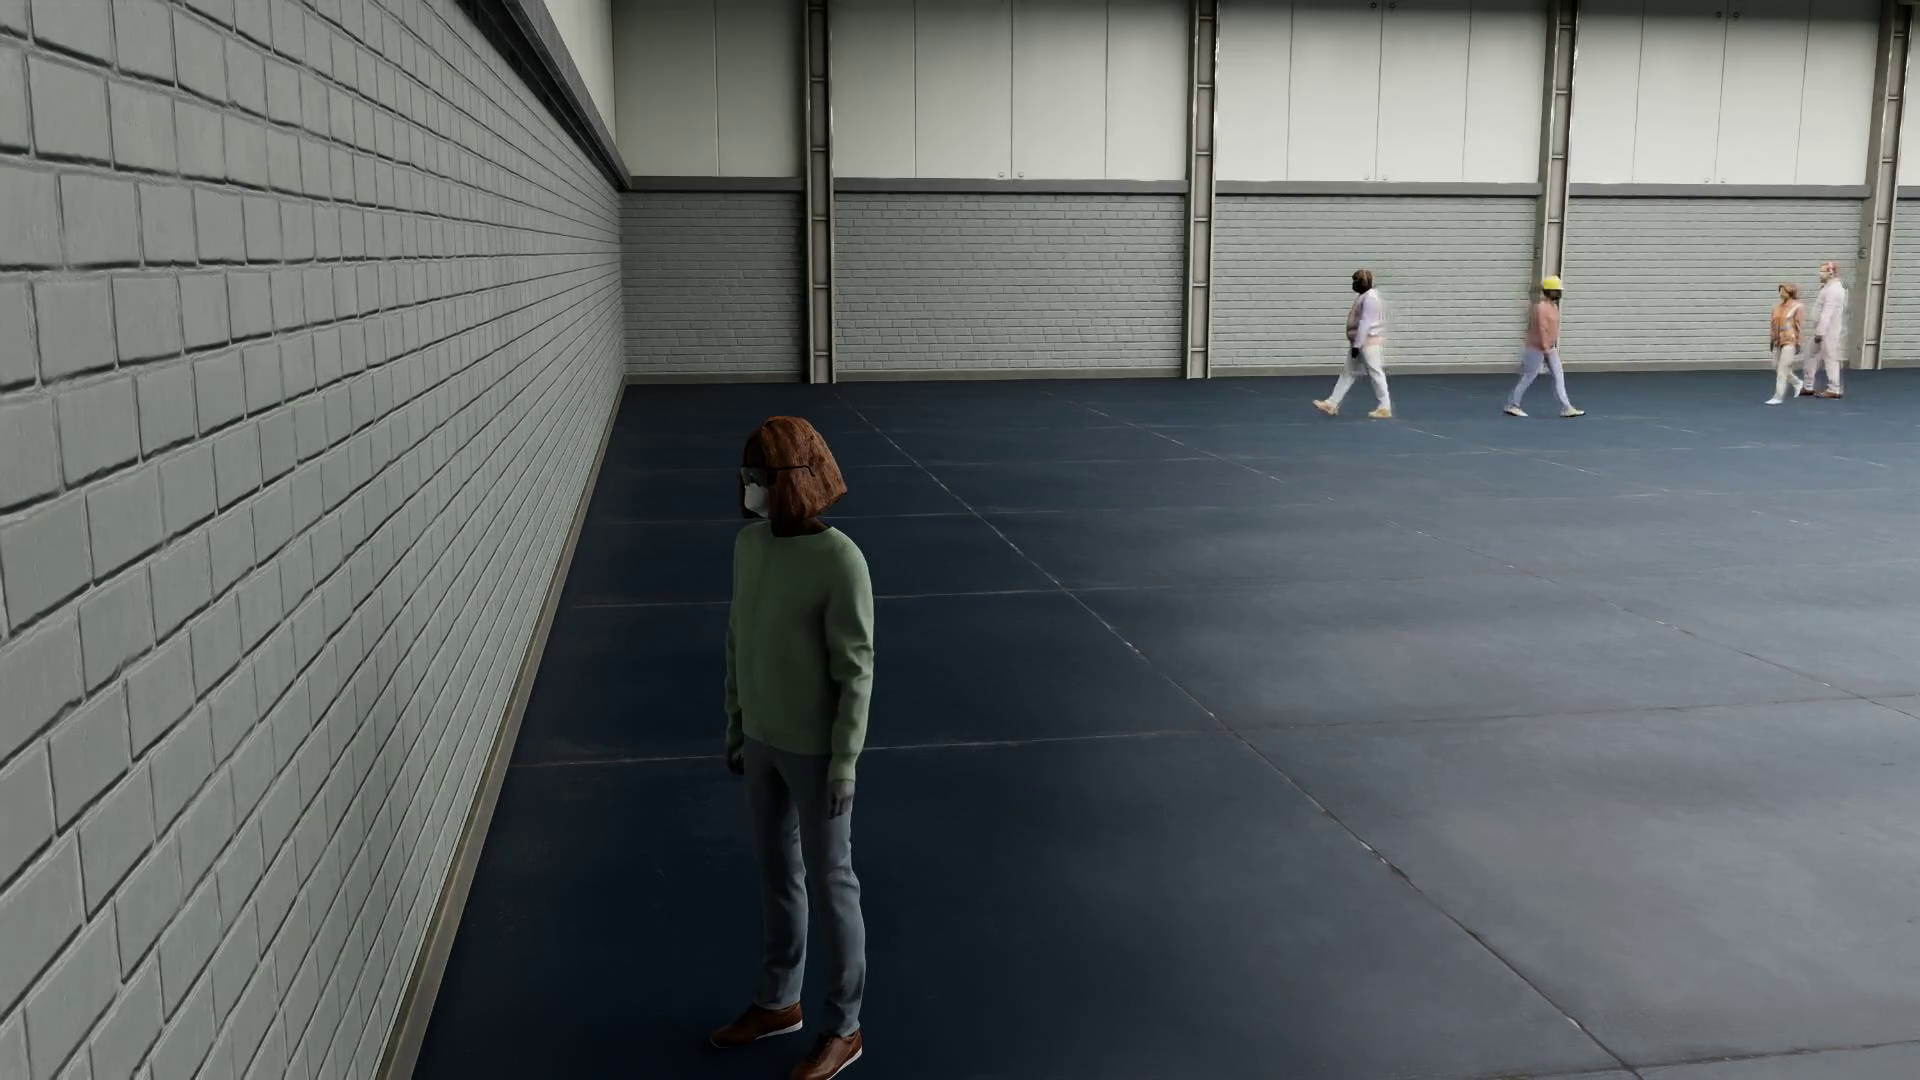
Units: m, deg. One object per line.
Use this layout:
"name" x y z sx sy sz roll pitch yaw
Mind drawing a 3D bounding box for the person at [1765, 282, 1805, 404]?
"person" 11.017 -2.609 22.087 0.616 1.621 0.520 -3 10 -16

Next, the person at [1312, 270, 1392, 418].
"person" 4.830 -2.380 20.244 0.972 1.788 0.647 1 10 4

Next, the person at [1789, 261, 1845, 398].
"person" 11.871 -2.903 23.020 0.772 1.878 0.675 4 11 23

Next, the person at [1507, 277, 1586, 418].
"person" 7.139 -2.338 20.244 0.928 1.716 0.545 9 13 41

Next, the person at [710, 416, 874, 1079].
"person" -0.412 0.510 4.080 0.284 1.633 0.497 -10 14 -44
